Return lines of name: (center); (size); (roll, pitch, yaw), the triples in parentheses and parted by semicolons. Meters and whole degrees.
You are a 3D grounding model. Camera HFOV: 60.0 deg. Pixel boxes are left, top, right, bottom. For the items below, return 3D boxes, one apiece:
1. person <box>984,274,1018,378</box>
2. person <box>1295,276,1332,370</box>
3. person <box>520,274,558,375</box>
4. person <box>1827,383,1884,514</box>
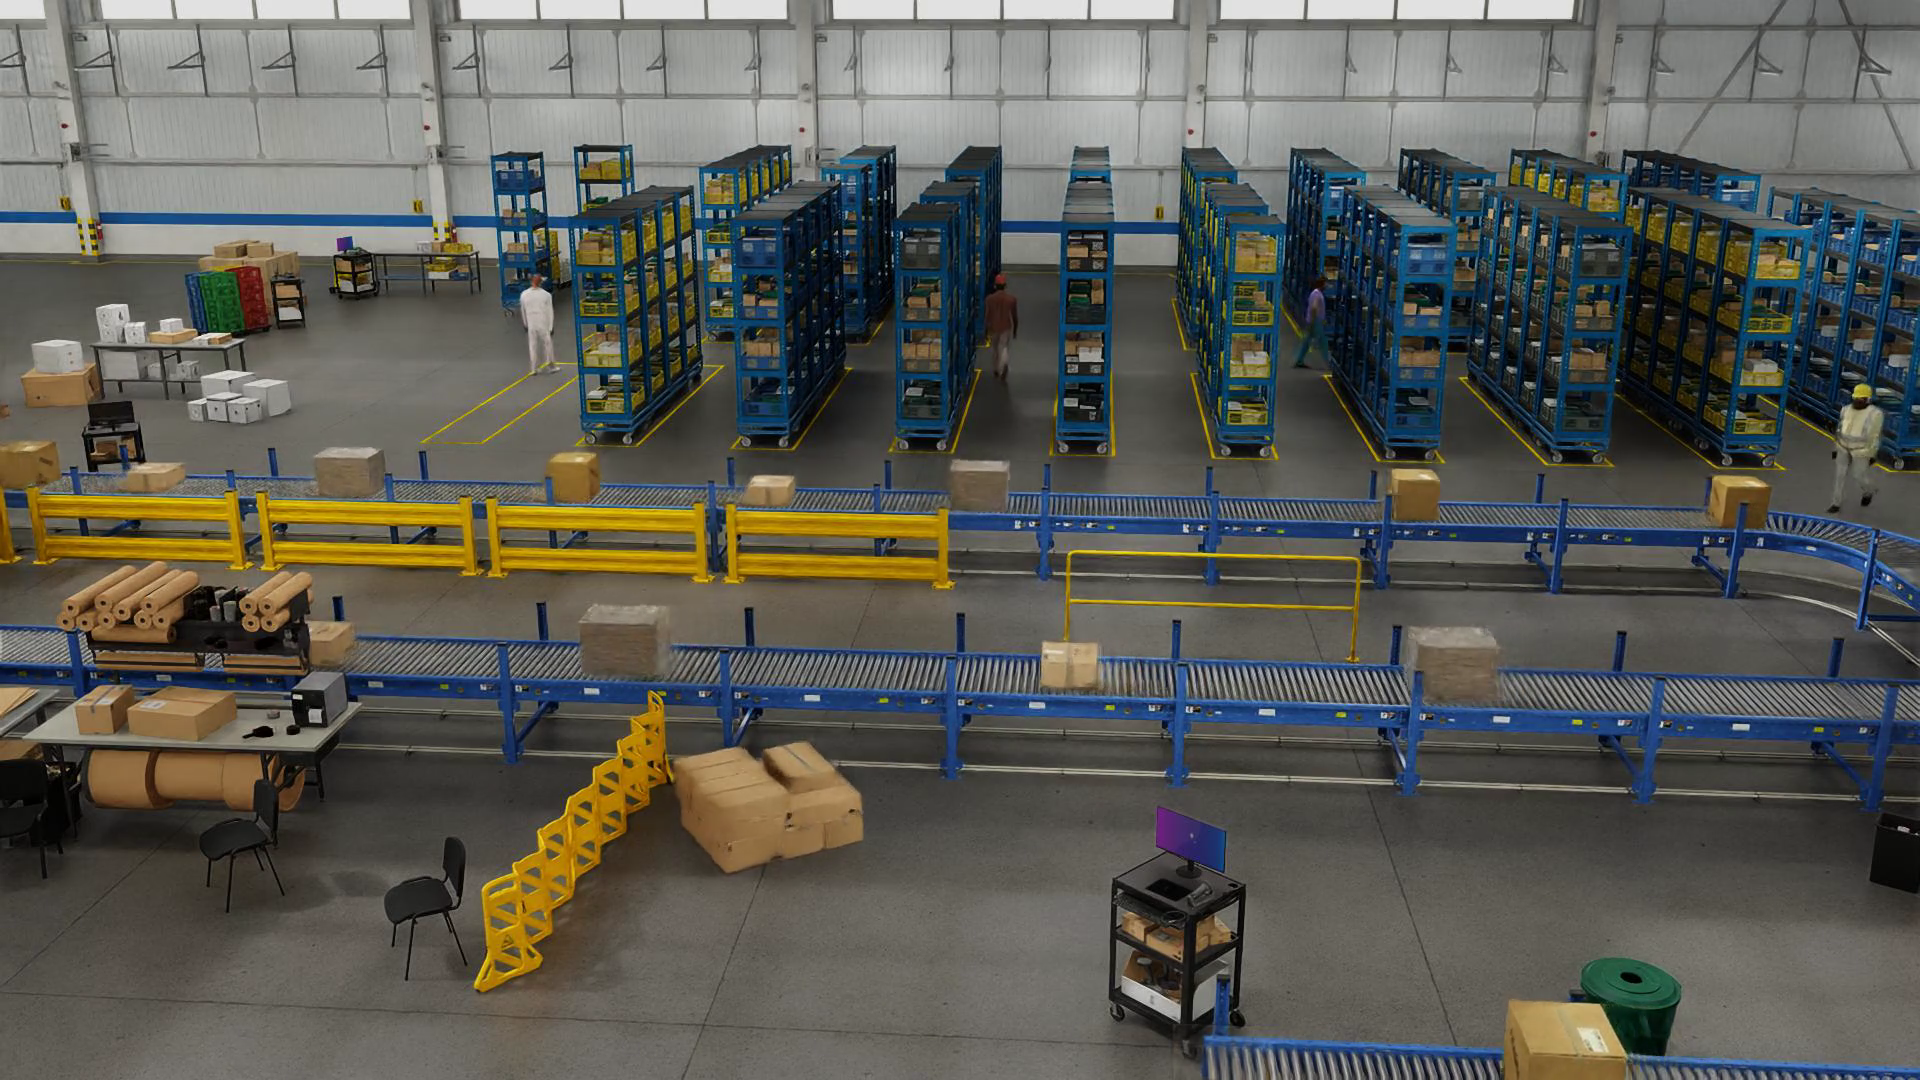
person: (0.754, -3.943, 30.869); (0.629, 1.964, 0.693); (0, 17, -1)
person: (6.902, -4.146, 31.775); (0.963, 1.797, 0.575); (2, 18, 7)
person: (-7.922, -4.065, 31.346); (0.649, 1.905, 0.405); (3, 18, 8)
person: (12.156, -1.247, 22.543); (0.621, 1.814, 0.604); (-12, 21, -33)
